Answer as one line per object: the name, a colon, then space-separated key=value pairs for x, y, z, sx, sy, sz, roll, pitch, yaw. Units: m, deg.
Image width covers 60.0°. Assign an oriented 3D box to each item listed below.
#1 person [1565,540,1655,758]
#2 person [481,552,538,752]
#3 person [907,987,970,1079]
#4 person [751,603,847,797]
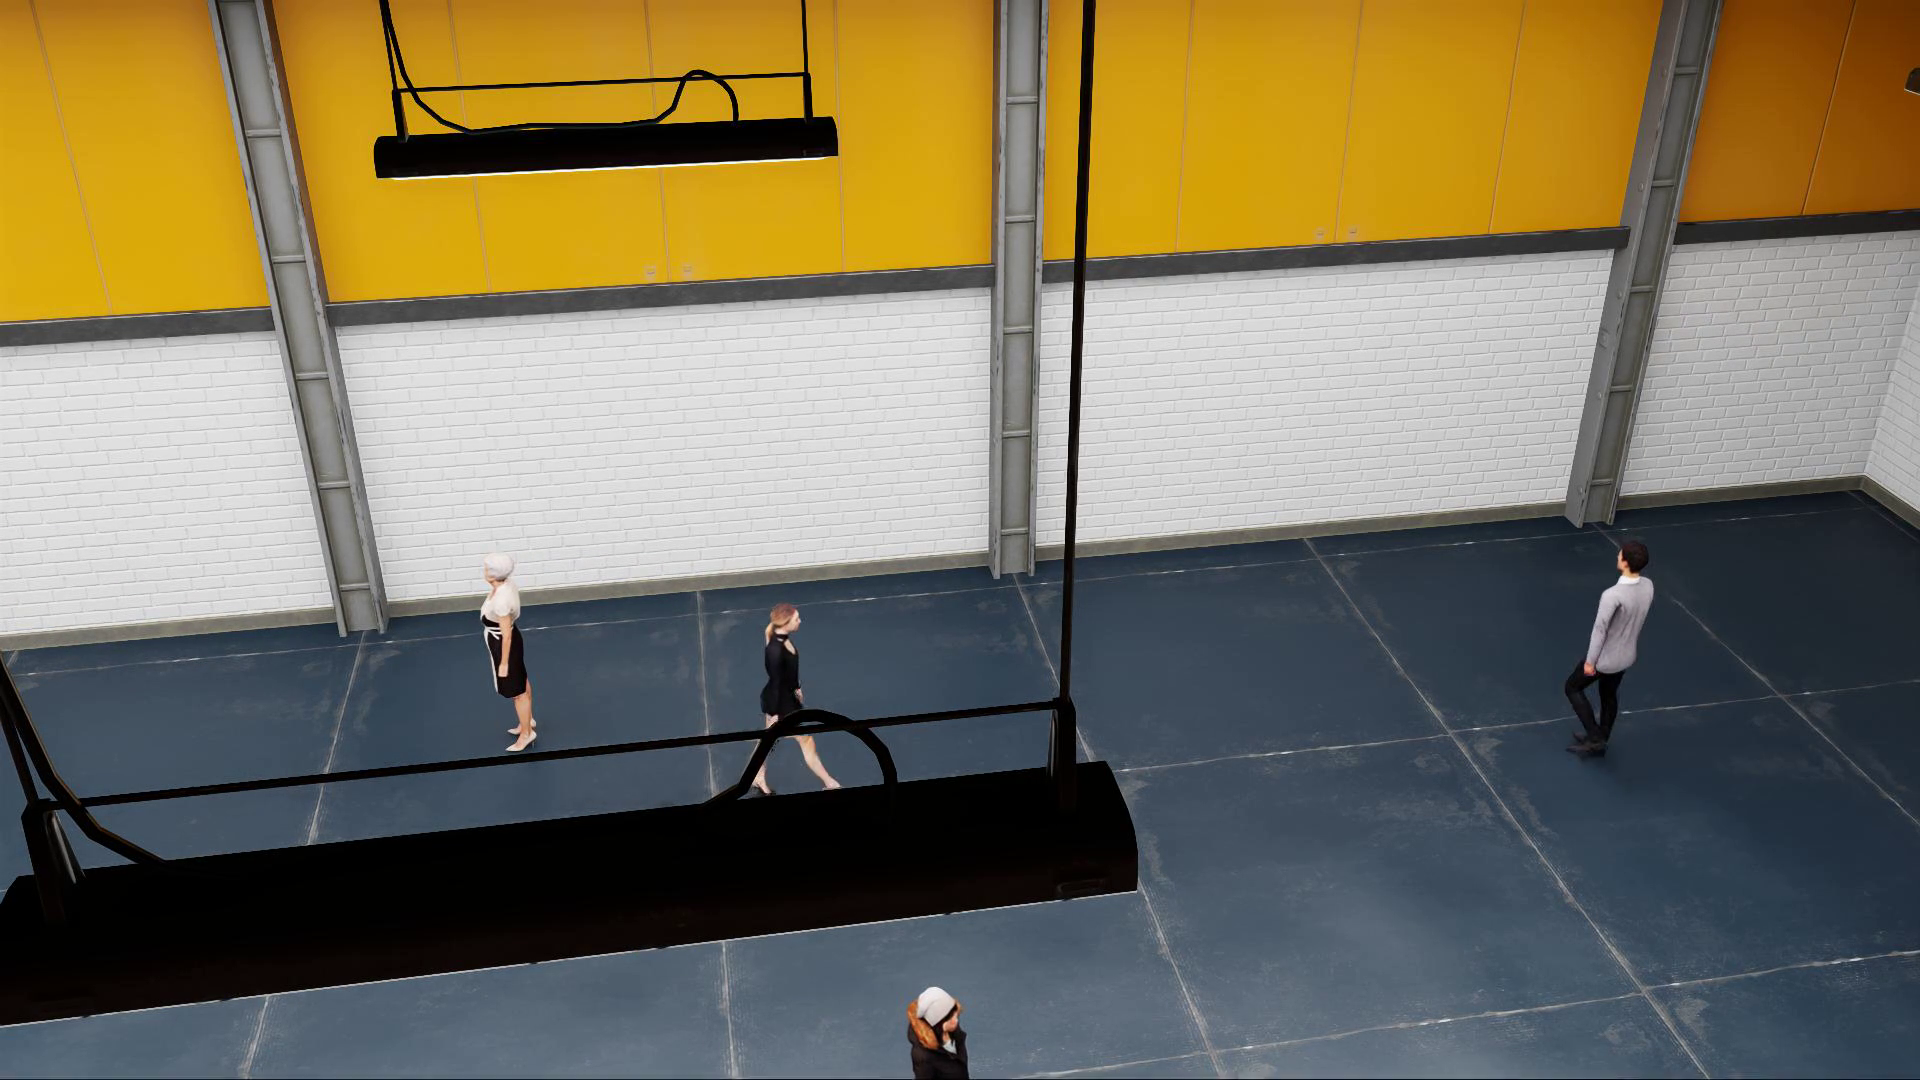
person: x=5.110 y=0.914 z=12.887 sx=0.755 sy=1.911 sz=0.913 roll=-17 pitch=33 yaw=-28
person: x=-3.548 y=0.872 z=13.127 sx=0.528 sy=1.756 sz=0.640 roll=-4 pitch=29 yaw=-6
person: x=-0.121 y=3.105 z=9.160 sx=0.776 sy=1.633 sz=0.745 roll=11 pitch=31 yaw=19
person: x=-1.397 y=1.247 z=12.464 sx=1.044 sy=1.731 sz=0.655 roll=-2 pitch=29 yaw=-4
